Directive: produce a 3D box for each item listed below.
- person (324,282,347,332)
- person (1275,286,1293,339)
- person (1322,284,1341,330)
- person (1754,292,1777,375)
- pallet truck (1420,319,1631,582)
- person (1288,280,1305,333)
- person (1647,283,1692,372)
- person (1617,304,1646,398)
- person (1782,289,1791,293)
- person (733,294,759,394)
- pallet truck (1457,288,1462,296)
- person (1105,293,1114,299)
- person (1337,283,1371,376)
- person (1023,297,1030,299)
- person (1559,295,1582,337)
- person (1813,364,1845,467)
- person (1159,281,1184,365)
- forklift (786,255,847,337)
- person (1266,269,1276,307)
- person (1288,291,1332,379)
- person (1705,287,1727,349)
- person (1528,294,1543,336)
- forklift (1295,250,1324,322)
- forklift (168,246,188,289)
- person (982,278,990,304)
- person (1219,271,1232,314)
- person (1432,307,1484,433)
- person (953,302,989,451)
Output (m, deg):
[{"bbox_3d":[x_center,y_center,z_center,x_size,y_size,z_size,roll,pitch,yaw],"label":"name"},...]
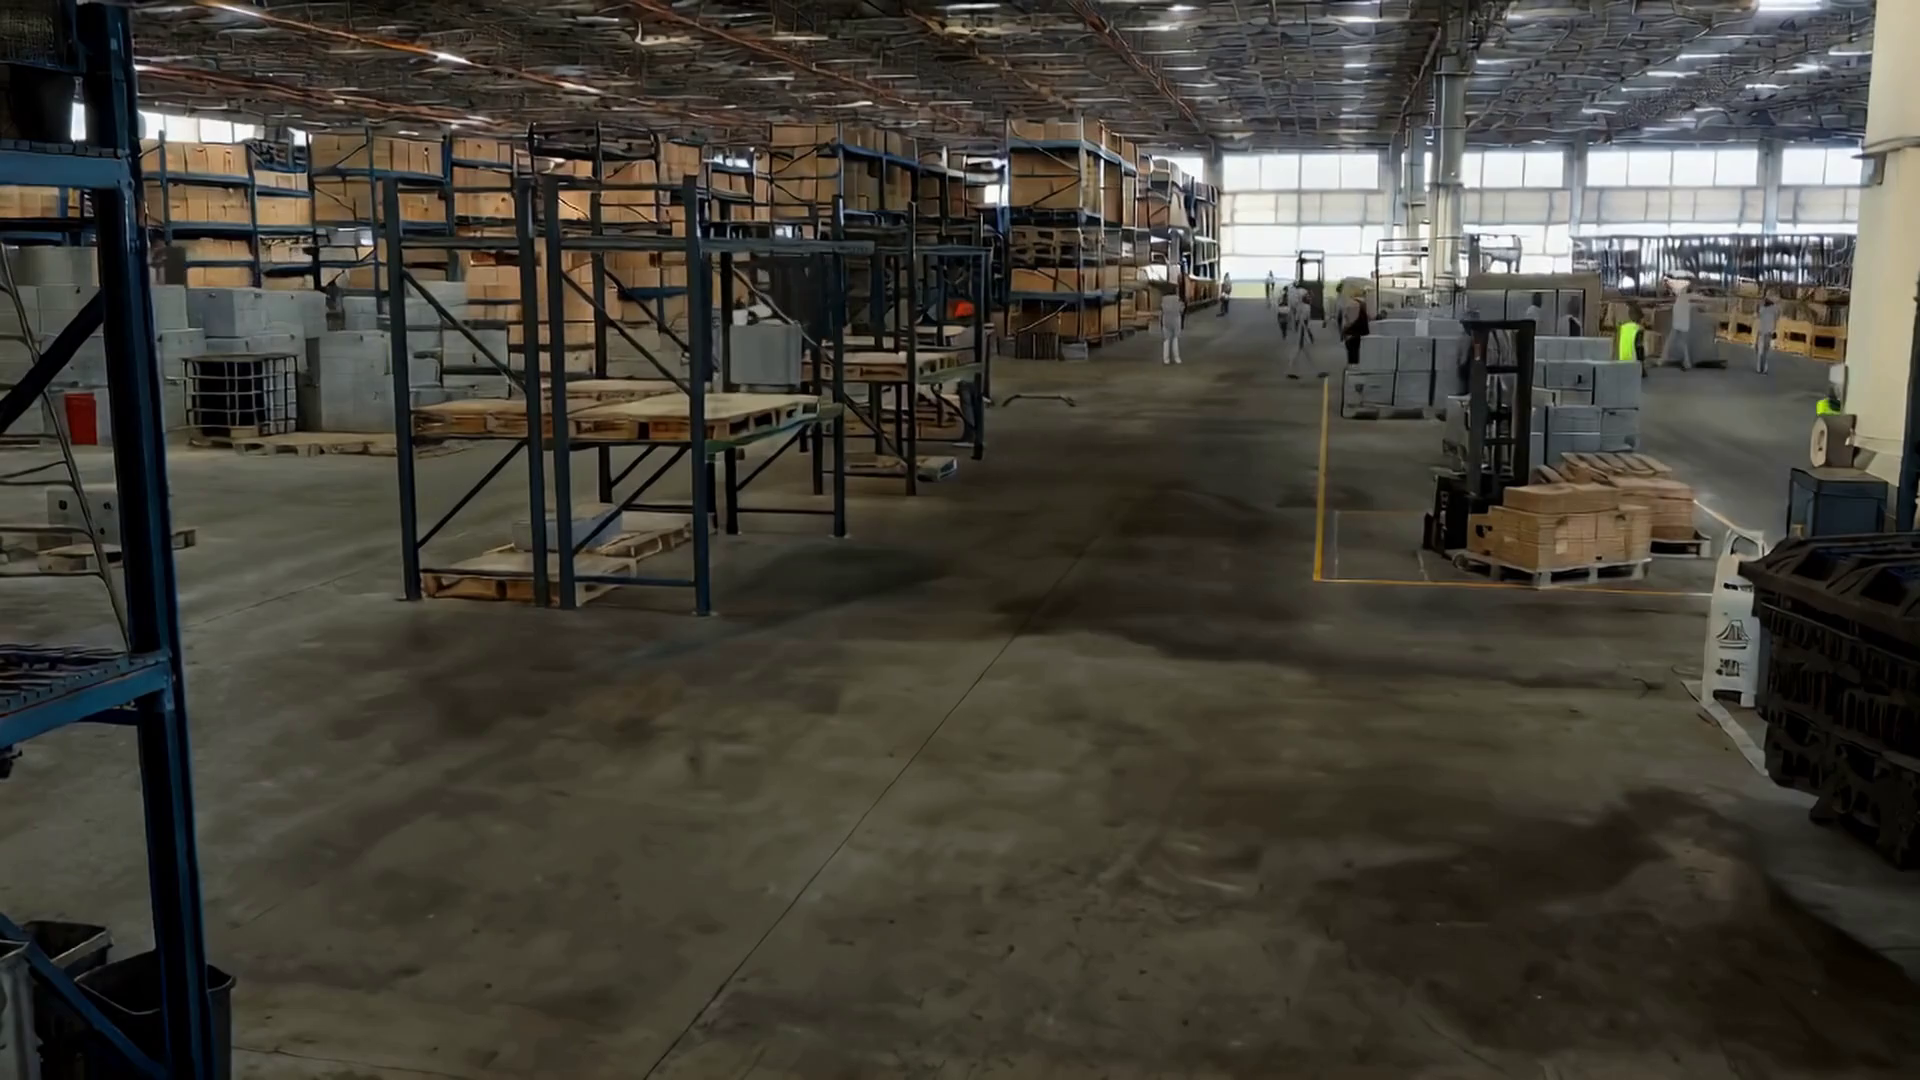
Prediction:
[{"bbox_3d":[-15.427,-5.396,41.042,0.592,1.910,0.387,-8,12,-39],"label":"person"},{"bbox_3d":[10.037,-7.042,51.527,0.536,1.655,0.852,0,10,3],"label":"person"},{"bbox_3d":[13.130,-8.173,58.386,0.818,1.600,0.513,3,10,16],"label":"person"},{"bbox_3d":[17.365,-4.434,35.758,0.533,1.767,0.322,-7,12,-34],"label":"person"},{"bbox_3d":[4.543,-0.757,13.299,0.823,1.965,1.885,-4,10,-22],"label":"pallet truck"},{"bbox_3d":[11.323,-7.872,56.030,0.599,1.794,0.919,1,10,8],"label":"person"},{"bbox_3d":[15.711,-4.665,36.576,0.660,1.941,1.006,-9,13,-43],"label":"person"},{"bbox_3d":[9.580,-2.446,23.780,0.457,1.843,0.521,-5,11,-25],"label":"person"},{"bbox_3d":[44.005,-13.362,88.425,0.580,1.834,0.403,9,13,43],"label":"person"},{"bbox_3d":[-3.818,-3.382,29.262,0.582,1.866,0.742,2,10,10],"label":"person"},{"bbox_3d":[20.506,-9.785,68.819,0.653,1.274,1.630,2,10,12],"label":"pallet truck"},{"bbox_3d":[7.264,-12.189,81.465,0.627,1.840,0.429,-2,10,-10],"label":"person"},{"bbox_3d":[8.133,-4.396,34.720,0.700,2.000,0.990,-6,11,-33],"label":"person"},{"bbox_3d":[2.806,-9.459,64.856,0.673,1.974,1.082,2,10,12],"label":"person"},{"bbox_3d":[9.749,-2.977,26.727,0.567,1.904,0.594,7,12,35],"label":"person"},{"bbox_3d":[7.072,-0.595,13.367,0.857,1.652,0.540,-6,11,-31],"label":"person"},{"bbox_3d":[4.981,-5.093,39.066,0.611,1.966,0.362,4,11,25],"label":"person"},{"bbox_3d":[-2.956,-4.491,32.802,1.129,2.768,1.873,2,10,12],"label":"forklift"},{"bbox_3d":[16.261,-13.189,87.058,0.602,1.949,0.395,-4,11,-25],"label":"person"},{"bbox_3d":[7.235,-4.217,34.302,0.957,1.823,0.559,1,10,8],"label":"person"},{"bbox_3d":[20.684,-6.059,45.505,0.539,1.712,0.949,3,10,17],"label":"person"},{"bbox_3d":[13.386,-4.919,38.897,0.532,1.674,0.776,-8,12,-39],"label":"person"},{"bbox_3d":[13.778,-10.002,65.433,1.129,2.768,1.873,2,10,12],"label":"forklift"},{"bbox_3d":[-21.320,-6.635,45.494,1.873,2.768,1.129,-6,11,-32],"label":"forklift"},{"bbox_3d":[1.206,-12.367,82.391,0.561,1.884,0.980,1,10,5],"label":"person"},{"bbox_3d":[11.988,-11.171,75.176,0.575,1.924,0.415,2,10,11],"label":"person"},{"bbox_3d":[7.032,-2.347,23.284,0.844,1.820,0.516,8,13,41],"label":"person"},{"bbox_3d":[0.130,-2.118,21.572,0.368,1.926,0.587,6,11,33],"label":"person"}]
